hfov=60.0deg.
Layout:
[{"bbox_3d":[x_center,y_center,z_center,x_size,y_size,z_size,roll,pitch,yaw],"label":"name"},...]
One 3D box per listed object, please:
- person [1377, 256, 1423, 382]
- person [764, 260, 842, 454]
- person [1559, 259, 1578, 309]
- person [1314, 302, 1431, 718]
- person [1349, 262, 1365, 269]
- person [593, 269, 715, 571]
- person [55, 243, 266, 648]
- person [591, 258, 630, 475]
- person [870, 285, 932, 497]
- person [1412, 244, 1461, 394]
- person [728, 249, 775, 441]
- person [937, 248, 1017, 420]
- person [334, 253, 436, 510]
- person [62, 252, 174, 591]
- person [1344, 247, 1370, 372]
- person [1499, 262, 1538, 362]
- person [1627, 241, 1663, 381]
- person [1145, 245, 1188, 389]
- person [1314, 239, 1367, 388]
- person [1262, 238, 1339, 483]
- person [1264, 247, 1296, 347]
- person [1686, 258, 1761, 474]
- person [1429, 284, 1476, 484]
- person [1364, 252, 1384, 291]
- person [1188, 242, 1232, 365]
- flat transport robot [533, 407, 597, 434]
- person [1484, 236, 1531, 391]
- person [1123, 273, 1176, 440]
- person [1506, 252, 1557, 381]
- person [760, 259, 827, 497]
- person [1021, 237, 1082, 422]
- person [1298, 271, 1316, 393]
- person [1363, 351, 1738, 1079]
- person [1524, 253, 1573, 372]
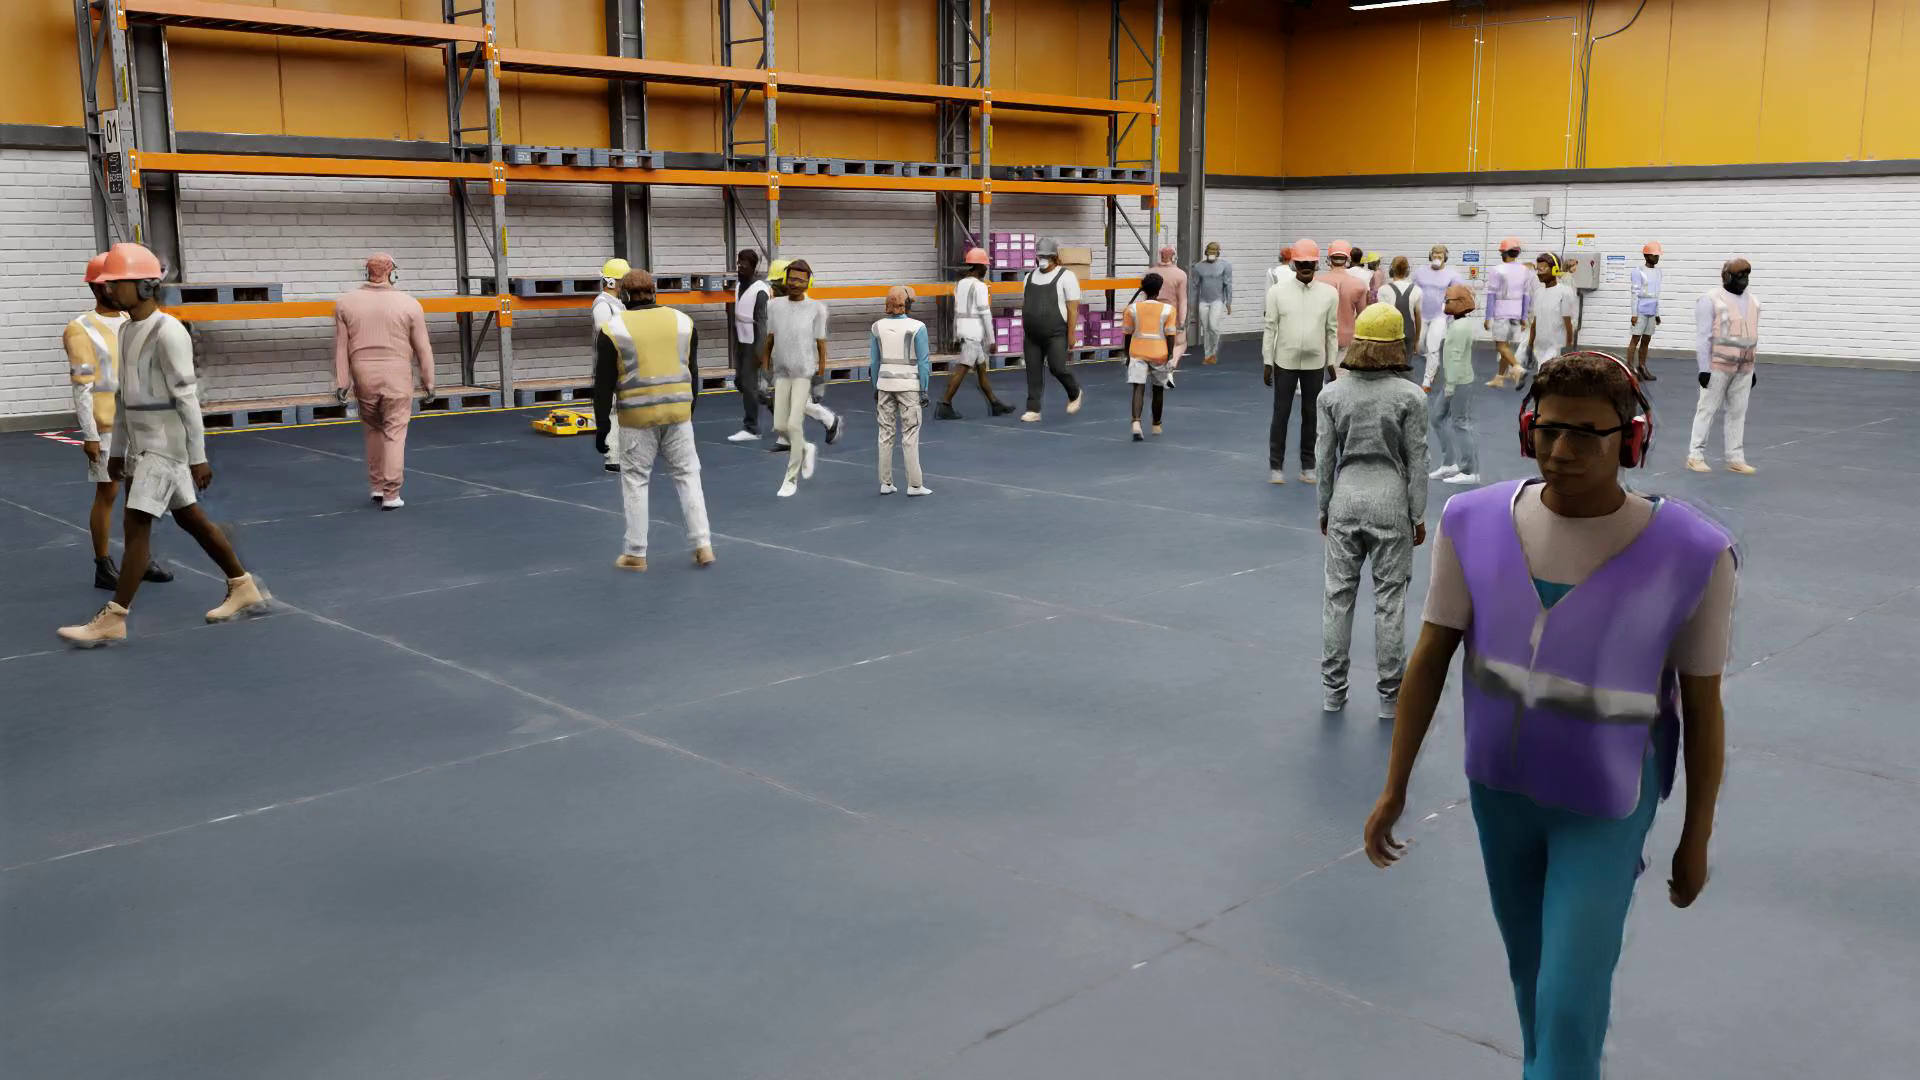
[{"bbox_3d":[4.735,-2.166,18.029,0.529,1.787,0.980,0,10,-2],"label":"person"},{"bbox_3d":[-1.488,-1.696,15.464,0.669,1.802,0.602,-5,11,-23],"label":"person"},{"bbox_3d":[9.945,-3.787,27.296,0.312,1.636,0.518,2,11,12],"label":"person"},{"bbox_3d":[1.737,-0.122,7.018,0.483,1.745,0.299,6,12,31],"label":"person"},{"bbox_3d":[5.787,-3.288,24.517,0.856,1.661,0.536,8,13,37],"label":"person"},{"bbox_3d":[-1.840,-0.712,10.031,0.736,1.822,0.510,-6,12,-28],"label":"person"},{"bbox_3d":[-4.049,-0.494,8.400,1.067,1.989,0.631,-10,14,-43],"label":"person"},{"bbox_3d":[-2.918,-1.475,14.171,0.404,1.827,0.586,0,10,-1],"label":"person"},{"bbox_3d":[-0.467,-1.153,12.923,0.515,1.641,0.314,6,12,29],"label":"person"},{"bbox_3d":[6.093,-2.830,21.328,0.657,1.917,0.671,8,13,36],"label":"person"},{"bbox_3d":[-1.994,-1.917,16.393,0.576,1.894,0.635,-5,12,-26],"label":"person"},{"bbox_3d":[0.171,-2.267,18.349,1.021,1.878,0.561,-5,12,-26],"label":"person"},{"bbox_3d":[-4.262,-1.185,12.420,0.678,1.882,0.698,0,10,-2],"label":"person"},{"bbox_3d":[-4.807,-0.671,9.529,0.384,1.929,0.539,3,11,16],"label":"person"},{"bbox_3d":[5.562,-3.225,23.652,0.548,1.846,0.429,-3,11,-18],"label":"person"},{"bbox_3d":[8.992,-3.601,26.409,0.841,1.587,0.521,9,14,40],"label":"person"},{"bbox_3d":[9.558,-3.176,23.140,0.547,1.938,0.377,-5,12,-27],"label":"person"},{"bbox_3d":[2.701,-2.900,21.772,0.648,1.895,0.452,7,13,34],"label":"person"},{"bbox_3d":[3.742,-1.995,16.598,0.651,1.974,0.458,1,10,4],"label":"person"},{"bbox_3d":[2.772,-1.447,13.557,0.621,1.992,0.395,0,10,0],"label":"person"},{"bbox_3d":[4.862,-3.462,24.940,0.569,1.861,0.819,0,10,2],"label":"person"},{"bbox_3d":[6.551,-1.481,14.194,0.635,1.846,0.429,-3,11,-17],"label":"person"},{"bbox_3d":[4.009,-1.265,13.576,0.513,1.619,0.522,3,11,16],"label":"person"},{"bbox_3d":[6.909,-3.907,27.662,0.423,1.740,0.583,5,11,23],"label":"person"},{"bbox_3d":[3.876,-3.665,25.870,0.667,1.909,0.558,6,12,30],"label":"person"},{"bbox_3d":[-3.642,-1.271,17.306,1.431,0.197,0.652,-7,13,-35],"label":"flat transport robot"},{"bbox_3d":[7.192,-2.946,21.710,0.609,2.019,0.888,-4,11,-21],"label":"person"},{"bbox_3d":[1.878,-1.827,16.554,0.535,1.655,0.852,3,11,14],"label":"person"},{"bbox_3d":[8.031,-3.064,22.943,0.971,1.798,0.644,8,13,36],"label":"person"},{"bbox_3d":[-1.283,-1.279,13.072,0.557,1.842,0.649,3,11,17],"label":"person"},{"bbox_3d":[0.991,-2.326,18.227,0.693,2.000,0.785,7,12,33],"label":"person"},{"bbox_3d":[4.423,-2.620,21.005,0.519,1.601,0.740,-2,11,-10],"label":"person"},{"bbox_3d":[1.117,0.542,3.249,0.594,1.802,0.934,10,14,43],"label":"person"},{"bbox_3d":[5.613,-1.808,15.910,0.478,1.850,0.571,-3,11,-18],"label":"person"}]
